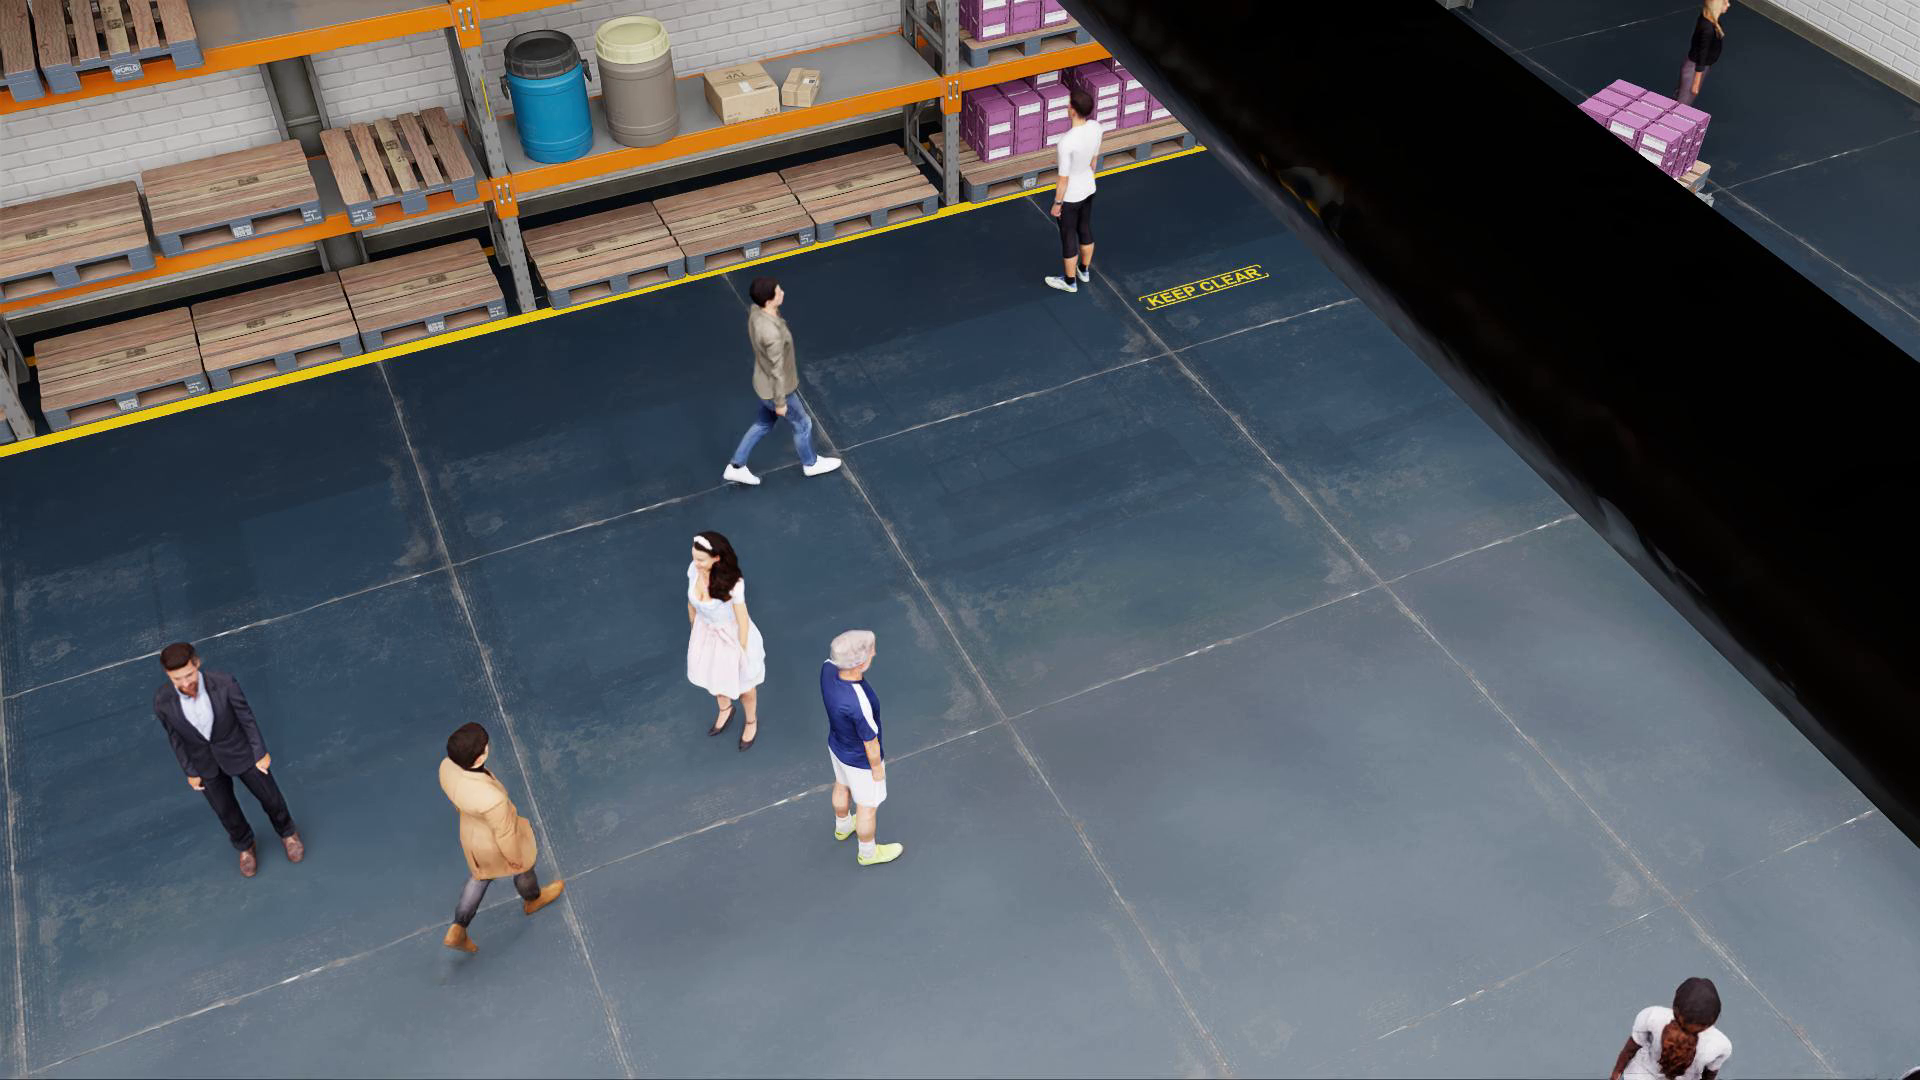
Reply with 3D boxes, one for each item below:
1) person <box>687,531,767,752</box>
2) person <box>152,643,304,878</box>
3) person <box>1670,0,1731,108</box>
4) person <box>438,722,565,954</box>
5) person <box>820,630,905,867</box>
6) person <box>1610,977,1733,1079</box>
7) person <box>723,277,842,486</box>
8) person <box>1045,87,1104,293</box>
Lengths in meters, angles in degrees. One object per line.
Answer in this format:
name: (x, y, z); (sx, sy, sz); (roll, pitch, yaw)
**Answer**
person: (-1.455, 0.623, 10.235); (0.849, 1.815, 0.897); (23, 48, 23)
person: (-4.231, 1.239, 9.551); (0.529, 1.866, 0.686); (-14, 45, -14)
person: (6.846, -4.363, 15.573); (0.727, 1.671, 0.689); (9, 44, 9)
person: (-2.665, 1.680, 9.208); (0.956, 1.701, 1.133); (27, 50, 25)
person: (-0.604, 1.199, 9.618); (0.606, 1.831, 0.669); (-25, 49, -24)
person: (3.386, 2.735, 8.097); (0.888, 1.707, 1.006); (21, 48, 21)
person: (-1.425, -1.109, 12.031); (1.142, 1.845, 0.748); (-15, 46, -15)
person: (0.980, -2.921, 13.929); (0.803, 1.851, 0.651); (32, 52, 29)
